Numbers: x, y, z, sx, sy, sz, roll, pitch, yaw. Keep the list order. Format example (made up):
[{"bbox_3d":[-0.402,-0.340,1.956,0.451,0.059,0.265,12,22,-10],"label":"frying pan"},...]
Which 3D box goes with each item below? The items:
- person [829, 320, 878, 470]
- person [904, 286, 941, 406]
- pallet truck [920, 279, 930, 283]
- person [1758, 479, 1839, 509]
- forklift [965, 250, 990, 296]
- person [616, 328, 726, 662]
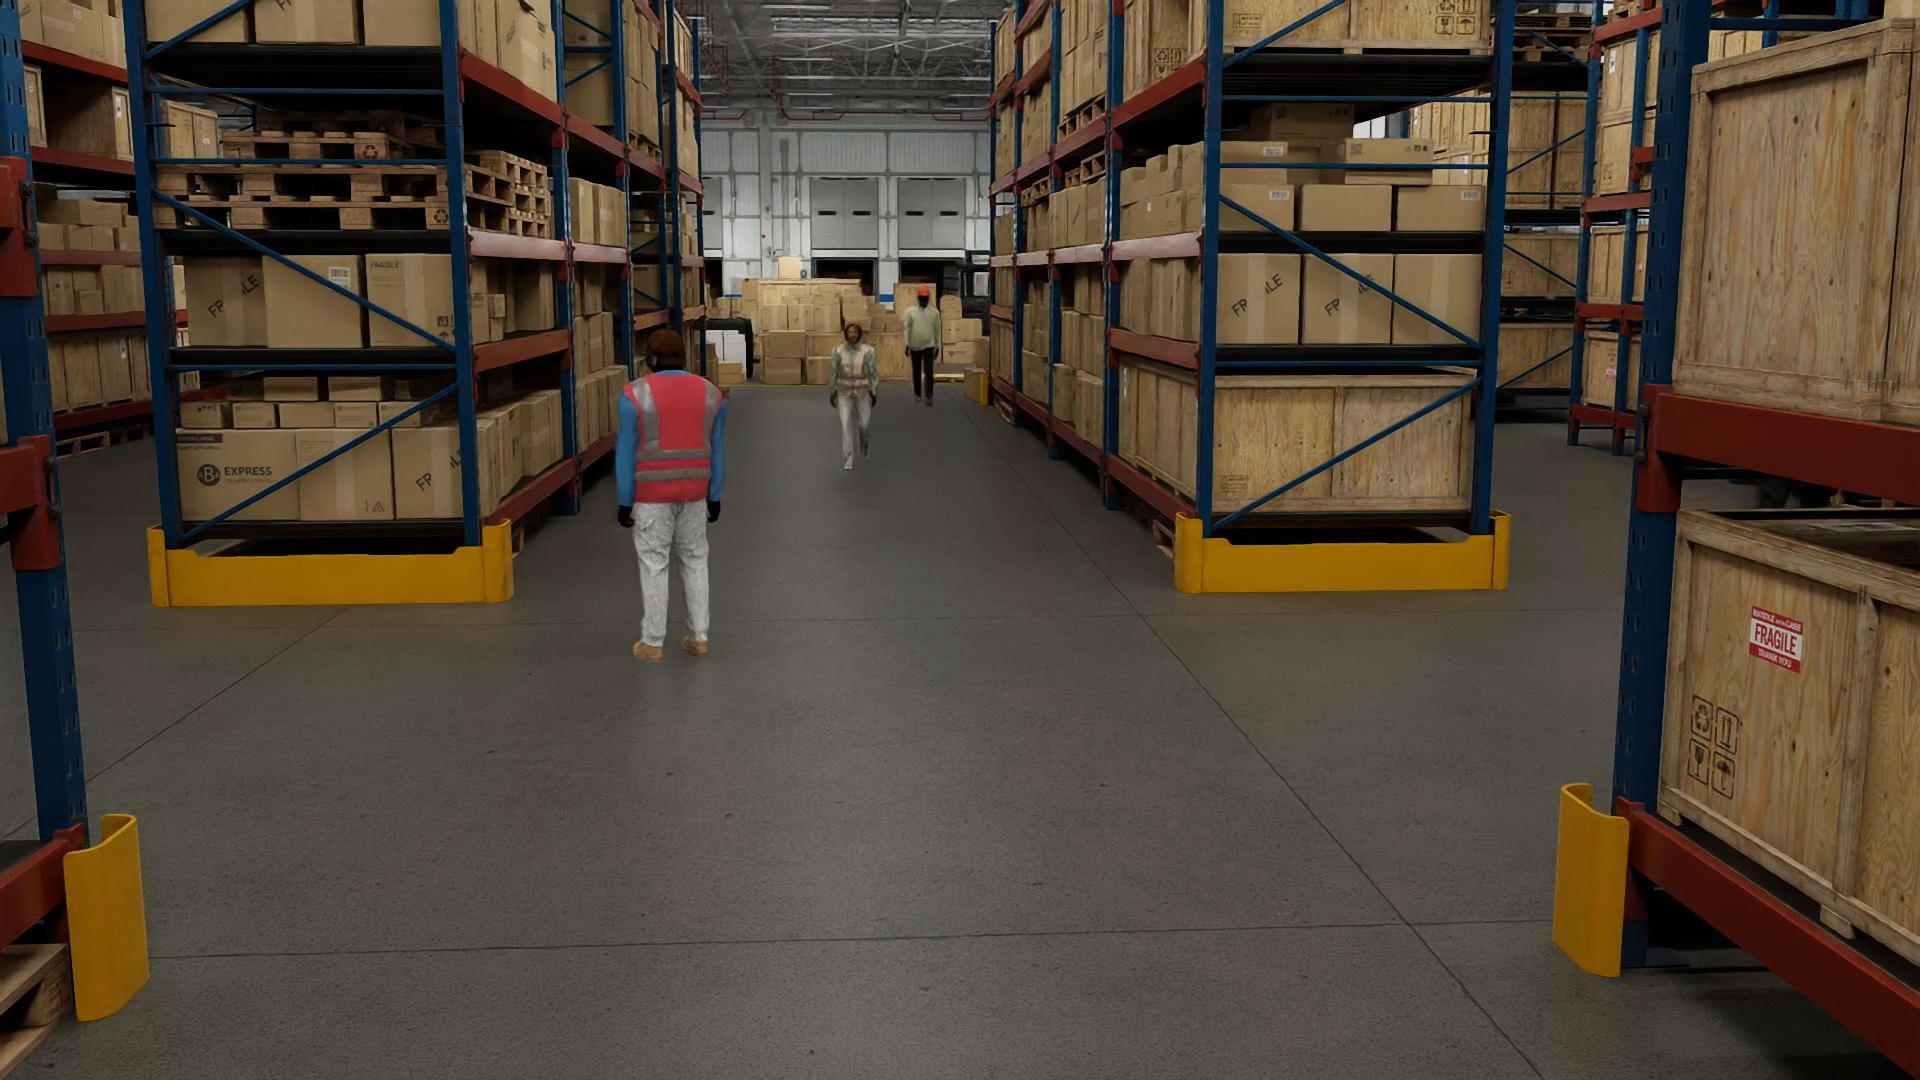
[{"bbox_3d":[-1.168,-1.590,18.235,0.532,1.630,0.417,0,9,1],"label":"person"},{"bbox_3d":[-0.617,-3.197,27.348,0.602,1.954,1.030,0,9,-1],"label":"person"},{"bbox_3d":[-0.932,-8.922,63.114,1.885,1.965,0.823,2,9,13],"label":"pallet truck"},{"bbox_3d":[5.425,-0.507,10.795,1.051,1.861,0.606,-7,11,-38],"label":"person"},{"bbox_3d":[0.636,-6.855,47.373,1.129,2.768,1.873,2,9,13],"label":"forklift"},{"bbox_3d":[-1.589,-0.241,9.139,0.631,1.833,0.429,-6,11,-34],"label":"person"}]
